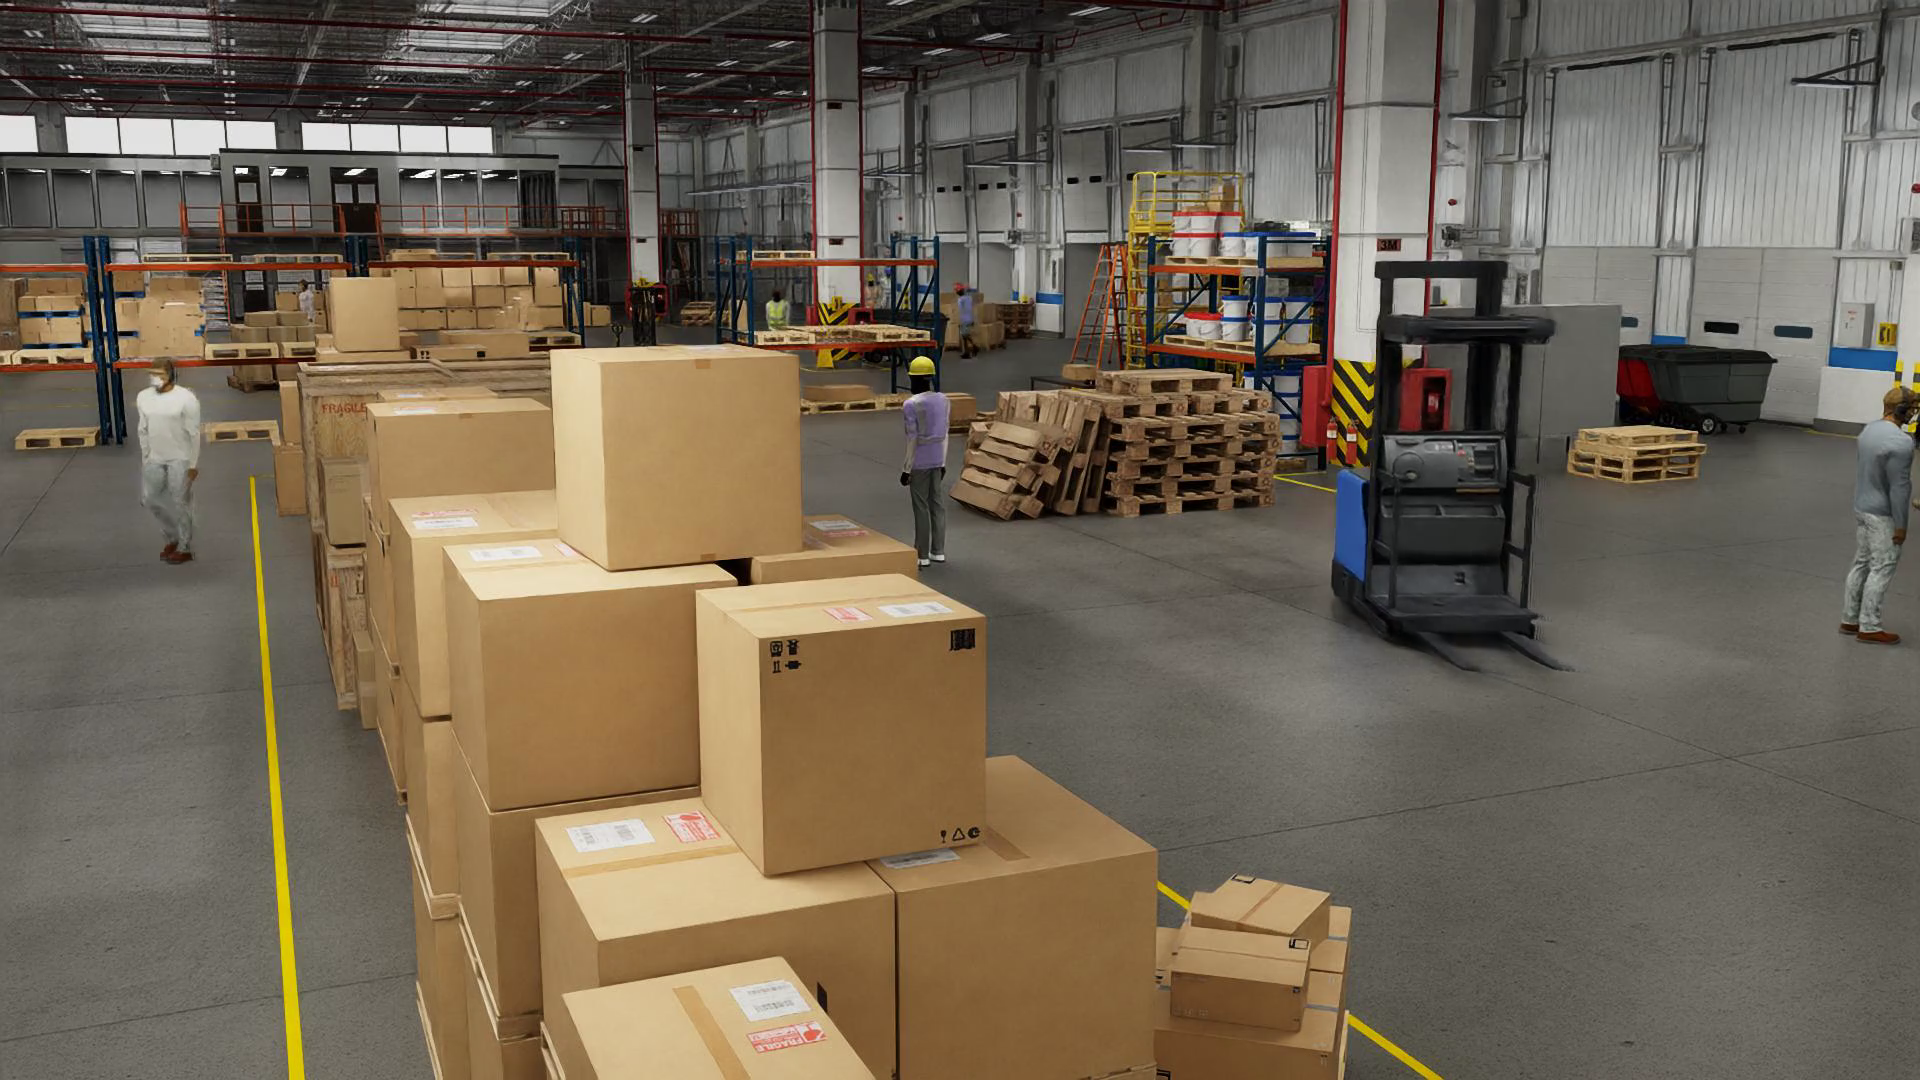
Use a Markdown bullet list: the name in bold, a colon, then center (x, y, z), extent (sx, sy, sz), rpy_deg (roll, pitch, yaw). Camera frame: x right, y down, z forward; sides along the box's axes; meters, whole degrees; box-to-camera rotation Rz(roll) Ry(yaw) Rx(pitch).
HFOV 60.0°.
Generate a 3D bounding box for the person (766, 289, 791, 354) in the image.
- **person**: center (-4.327, -5.097, 39.750), extent (0.622, 1.808, 0.908), rpy_deg (1, 10, 5)

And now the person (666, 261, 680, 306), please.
- **person**: center (-12.820, -11.450, 74.268), extent (0.612, 1.986, 0.407), rpy_deg (-1, 10, -4)

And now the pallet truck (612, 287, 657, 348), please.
- **pallet truck**: center (-6.464, -4.406, 35.401), extent (0.823, 1.965, 1.885), rpy_deg (6, 12, 32)

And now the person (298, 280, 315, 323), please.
- **person**: center (-17.049, -5.829, 43.449), extent (0.623, 1.932, 0.367), rpy_deg (10, 14, 44)

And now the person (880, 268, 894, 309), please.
- **person**: center (-2.565, -8.721, 59.323), extent (0.604, 1.947, 0.387), rpy_deg (-2, 10, -10)

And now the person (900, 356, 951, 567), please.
- **person**: center (-0.334, -0.718, 15.269), extent (0.366, 1.926, 0.594), rpy_deg (8, 13, 37)

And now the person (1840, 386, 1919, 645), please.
- **person**: center (6.831, -0.180, 12.325), extent (0.372, 1.927, 0.635), rpy_deg (1, 10, 4)

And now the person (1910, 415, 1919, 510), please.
- **person**: center (10.582, -1.064, 17.933), extent (0.532, 1.647, 0.876), rpy_deg (-1, 10, -7)

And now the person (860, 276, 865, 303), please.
- **person**: center (-3.694, -8.886, 60.879), extent (0.533, 1.705, 0.407), rpy_deg (-5, 11, -25)

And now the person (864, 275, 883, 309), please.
- **person**: center (-2.690, -7.187, 51.090), extent (0.607, 1.867, 1.005), rpy_deg (-1, 10, -8)

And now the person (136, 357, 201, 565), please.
- **person**: center (-7.271, -0.719, 15.283), extent (0.658, 1.924, 0.443), rpy_deg (2, 10, 11)

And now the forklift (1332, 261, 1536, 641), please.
- **forklift**: center (3.675, -0.777, 12.967), extent (1.129, 2.768, 1.873), rpy_deg (0, 10, -1)

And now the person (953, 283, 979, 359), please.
- **person**: center (0.124, -5.445, 41.410), extent (0.512, 1.893, 0.637), rpy_deg (8, 13, 37)
